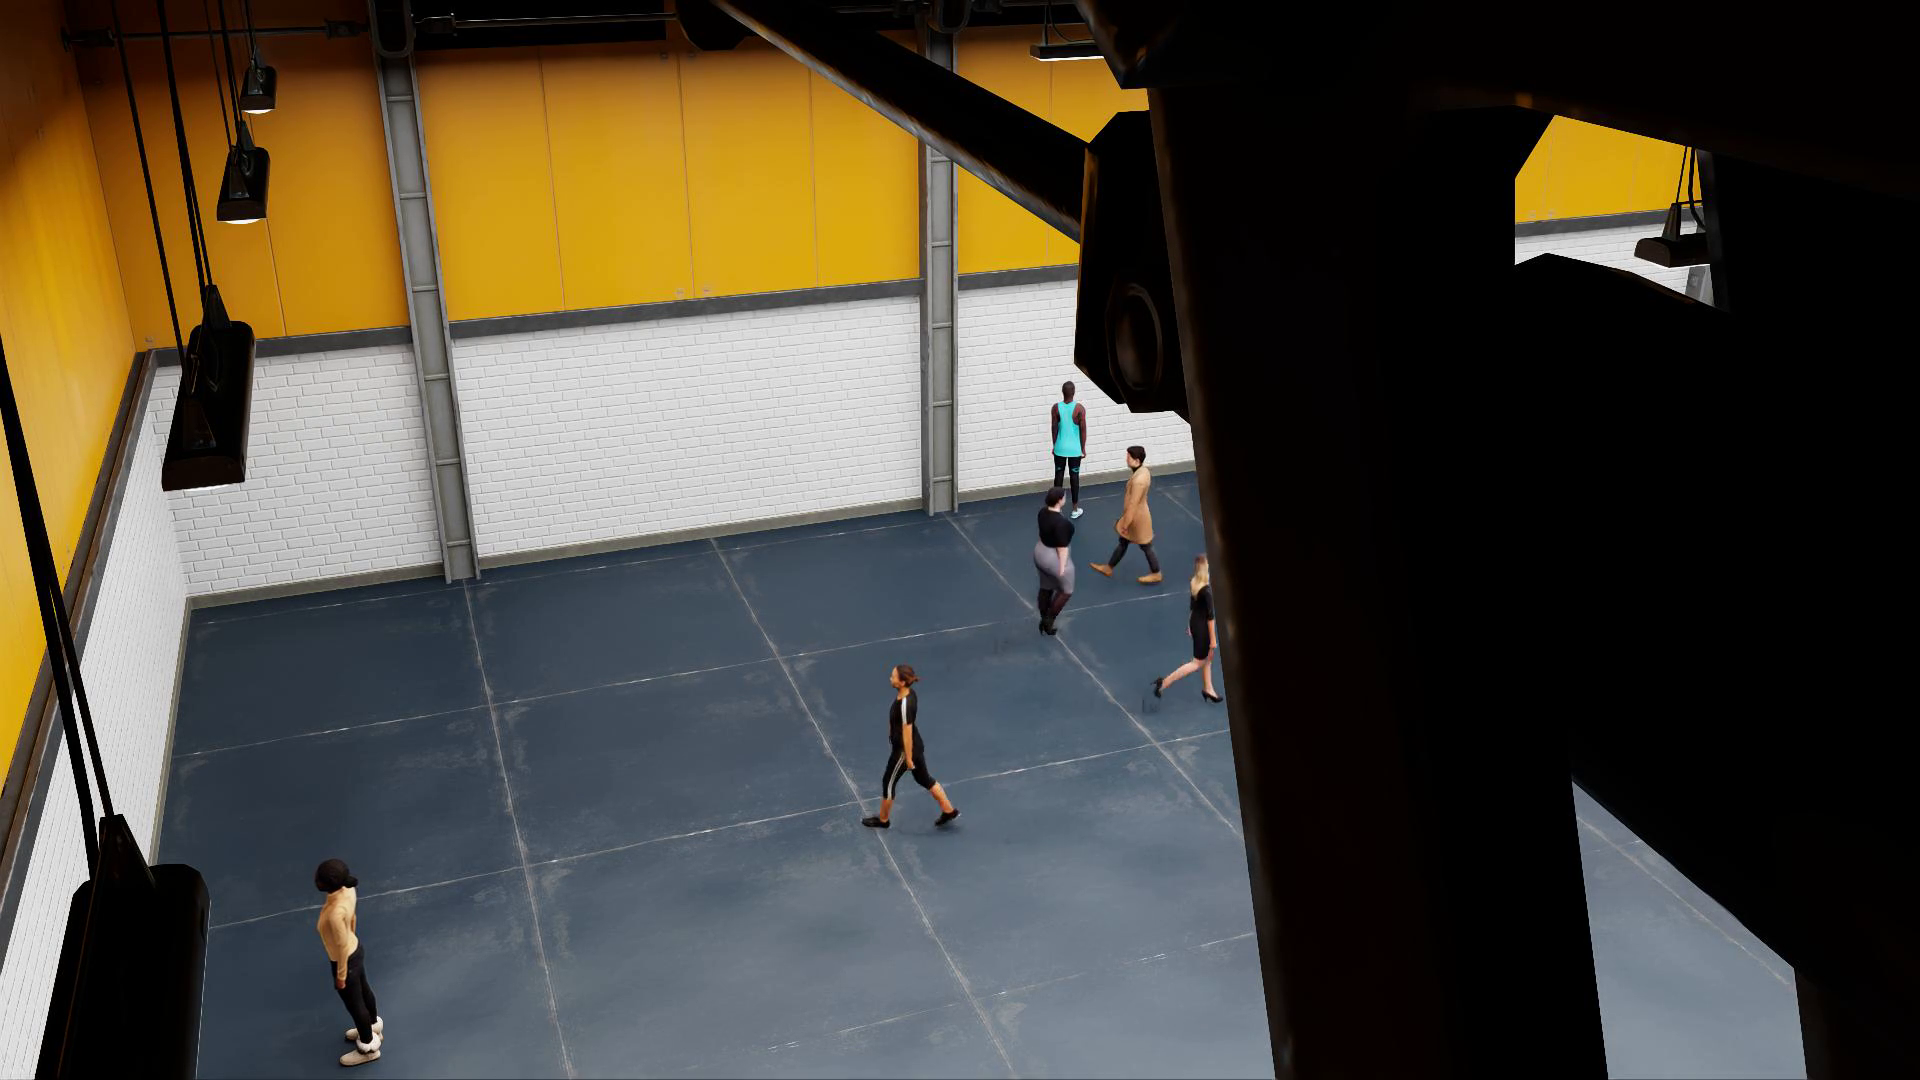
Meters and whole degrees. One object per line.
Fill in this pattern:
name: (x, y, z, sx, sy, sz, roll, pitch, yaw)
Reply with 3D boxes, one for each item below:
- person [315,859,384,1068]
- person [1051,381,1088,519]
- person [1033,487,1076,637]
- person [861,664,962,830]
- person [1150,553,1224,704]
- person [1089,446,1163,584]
person: (-4.350, 2.971, 11.818, 0.613, 1.660, 0.652, -3, 24, -7)
person: (1.362, -1.150, 21.059, 0.635, 1.811, 0.736, 6, 24, 14)
person: (0.921, 0.263, 17.902, 0.748, 1.749, 0.722, -14, 27, -29)
person: (-0.379, 1.820, 14.483, 1.180, 1.635, 0.923, 3, 24, 7)
person: (2.320, 0.931, 16.493, 1.047, 1.655, 0.692, -4, 24, -8)
person: (2.131, -0.262, 19.183, 1.199, 1.686, 0.971, 2, 24, 4)
